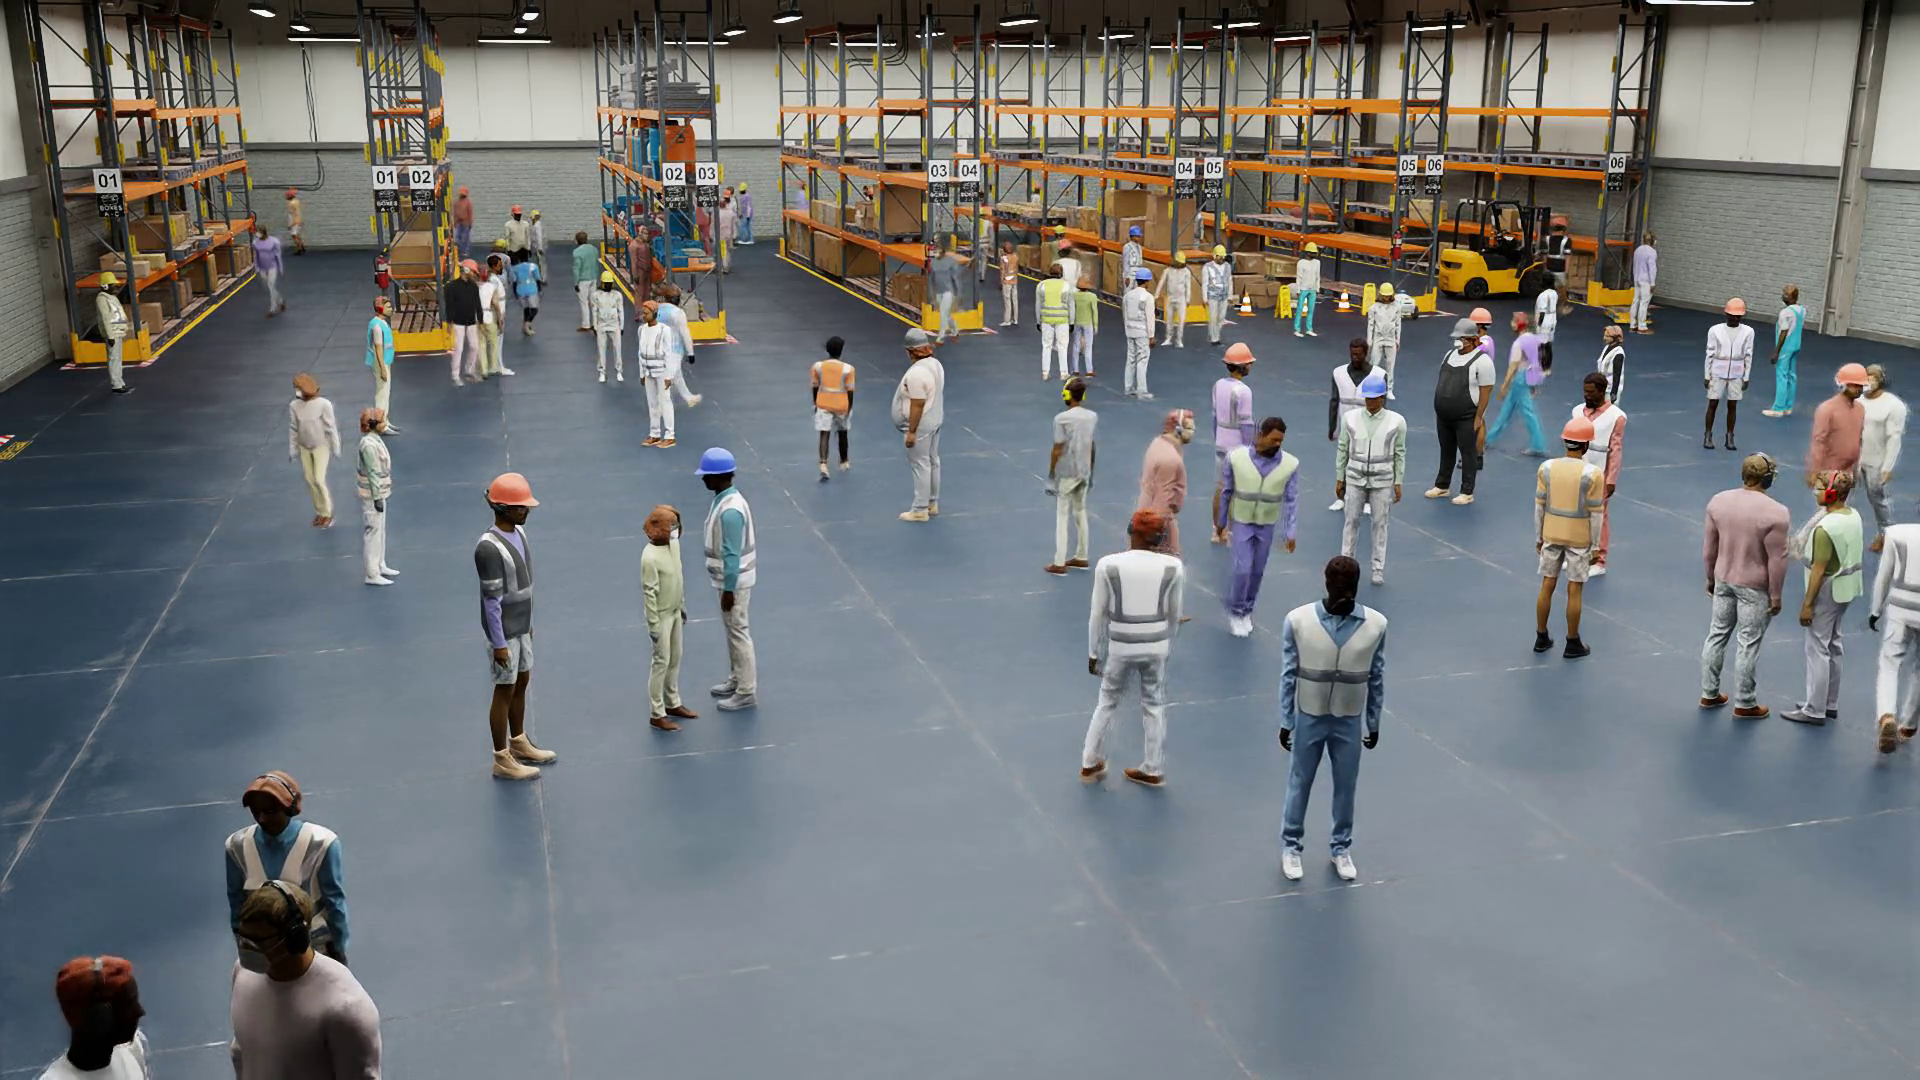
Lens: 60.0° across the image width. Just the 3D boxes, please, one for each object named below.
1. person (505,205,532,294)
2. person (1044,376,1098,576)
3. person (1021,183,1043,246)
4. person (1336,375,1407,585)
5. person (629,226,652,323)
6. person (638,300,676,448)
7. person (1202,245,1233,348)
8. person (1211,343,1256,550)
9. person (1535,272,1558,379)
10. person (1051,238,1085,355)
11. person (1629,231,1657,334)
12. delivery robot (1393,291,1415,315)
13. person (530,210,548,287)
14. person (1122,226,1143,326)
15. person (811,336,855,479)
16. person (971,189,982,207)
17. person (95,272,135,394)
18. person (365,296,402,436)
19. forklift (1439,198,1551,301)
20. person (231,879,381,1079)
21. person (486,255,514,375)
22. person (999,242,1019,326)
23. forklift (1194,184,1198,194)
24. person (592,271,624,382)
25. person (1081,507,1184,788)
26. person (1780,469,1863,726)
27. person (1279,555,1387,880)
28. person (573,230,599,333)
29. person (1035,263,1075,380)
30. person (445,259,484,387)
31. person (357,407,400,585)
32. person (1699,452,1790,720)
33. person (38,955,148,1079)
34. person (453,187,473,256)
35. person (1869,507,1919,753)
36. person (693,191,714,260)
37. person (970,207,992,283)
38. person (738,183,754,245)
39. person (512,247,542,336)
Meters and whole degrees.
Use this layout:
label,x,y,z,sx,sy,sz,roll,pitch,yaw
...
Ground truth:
label,x,y,z,sx,sy,sz,roll,pitch,yaw
person,-10.089,-6.651,38.053,0.612,1.994,0.395,-12,19,-38
person,1.033,-0.591,15.522,0.556,1.855,0.381,-10,18,-33
person,2.265,-9.756,49.924,0.887,1.908,0.549,-4,15,-15
person,3.732,-0.546,15.171,0.615,1.945,0.406,6,16,20
person,-6.315,-5.290,33.136,0.401,1.894,0.654,5,16,18
person,-3.881,-2.115,21.216,0.576,1.879,0.356,11,18,35
person,4.620,-4.352,29.741,0.603,1.820,0.471,-6,16,-20
person,2.710,-0.920,16.388,0.368,2.048,0.608,-6,16,-23
person,9.296,-3.414,26.442,0.317,1.695,0.540,12,19,38
person,1.882,-4.226,28.919,0.618,2.013,0.935,-8,17,-28
person,12.944,-4.865,31.441,0.372,1.940,0.630,-3,15,-10
delivery robot,8.961,-4.808,33.698,0.477,0.478,0.707,-1,15,-3
person,-9.965,-6.897,39.406,0.407,1.788,0.726,-2,15,-9
person,3.380,-5.155,32.513,0.389,1.949,0.602,9,18,31
person,-1.493,-1.554,19.516,0.528,1.666,0.832,1,15,4
person,0.585,-10.074,51.625,0.498,1.633,0.278,10,18,34
person,-12.746,-3.116,25.062,0.404,1.833,0.590,-4,15,-15
person,-7.652,-2.302,22.004,0.393,1.834,0.561,-4,15,-14
forklift,11.913,-6.508,37.130,2.313,2.155,1.214,-4,15,-15
person,-2.169,2.020,5.532,0.627,1.941,0.371,8,17,29
person,-7.466,-3.620,26.790,0.392,1.922,0.592,-6,16,-21
person,0.954,-5.005,32.542,0.314,1.638,0.515,13,20,41
forklift,7.392,-11.333,53.972,1.873,2.768,1.129,-4,15,-15
person,-5.519,-3.353,26.147,0.487,1.738,0.320,-3,15,-12
person,1.108,0.711,10.661,0.609,1.842,0.422,0,15,2
person,6.154,0.413,11.779,0.563,1.836,0.386,-13,20,-41
person,2.103,0.997,9.444,0.594,1.911,0.387,0,15,2
person,-7.108,-4.916,31.651,0.378,1.929,0.635,9,17,29
person,1.512,-3.449,26.298,0.633,1.841,0.429,4,15,14
person,-7.748,-3.380,25.838,0.433,1.947,0.691,10,18,32
person,-5.355,-0.406,15.265,0.317,1.632,0.506,-3,15,-10
person,5.609,0.326,11.908,0.373,1.940,0.628,-9,17,-30
person,-2.643,2.178,5.120,0.552,1.849,0.635,0,15,2
person,-13.977,-8.954,46.802,0.660,1.956,0.440,4,15,14
person,6.463,0.543,11.239,0.592,1.863,0.829,10,18,33
person,-7.080,-8.669,45.557,0.684,2.000,0.535,1,15,2
person,0.487,-7.111,40.133,0.598,1.816,0.482,-4,15,-16
person,-6.567,-9.924,50.614,0.609,1.876,0.671,-6,16,-21
person,-8.078,-4.603,30.938,0.537,1.680,0.616,2,15,8
